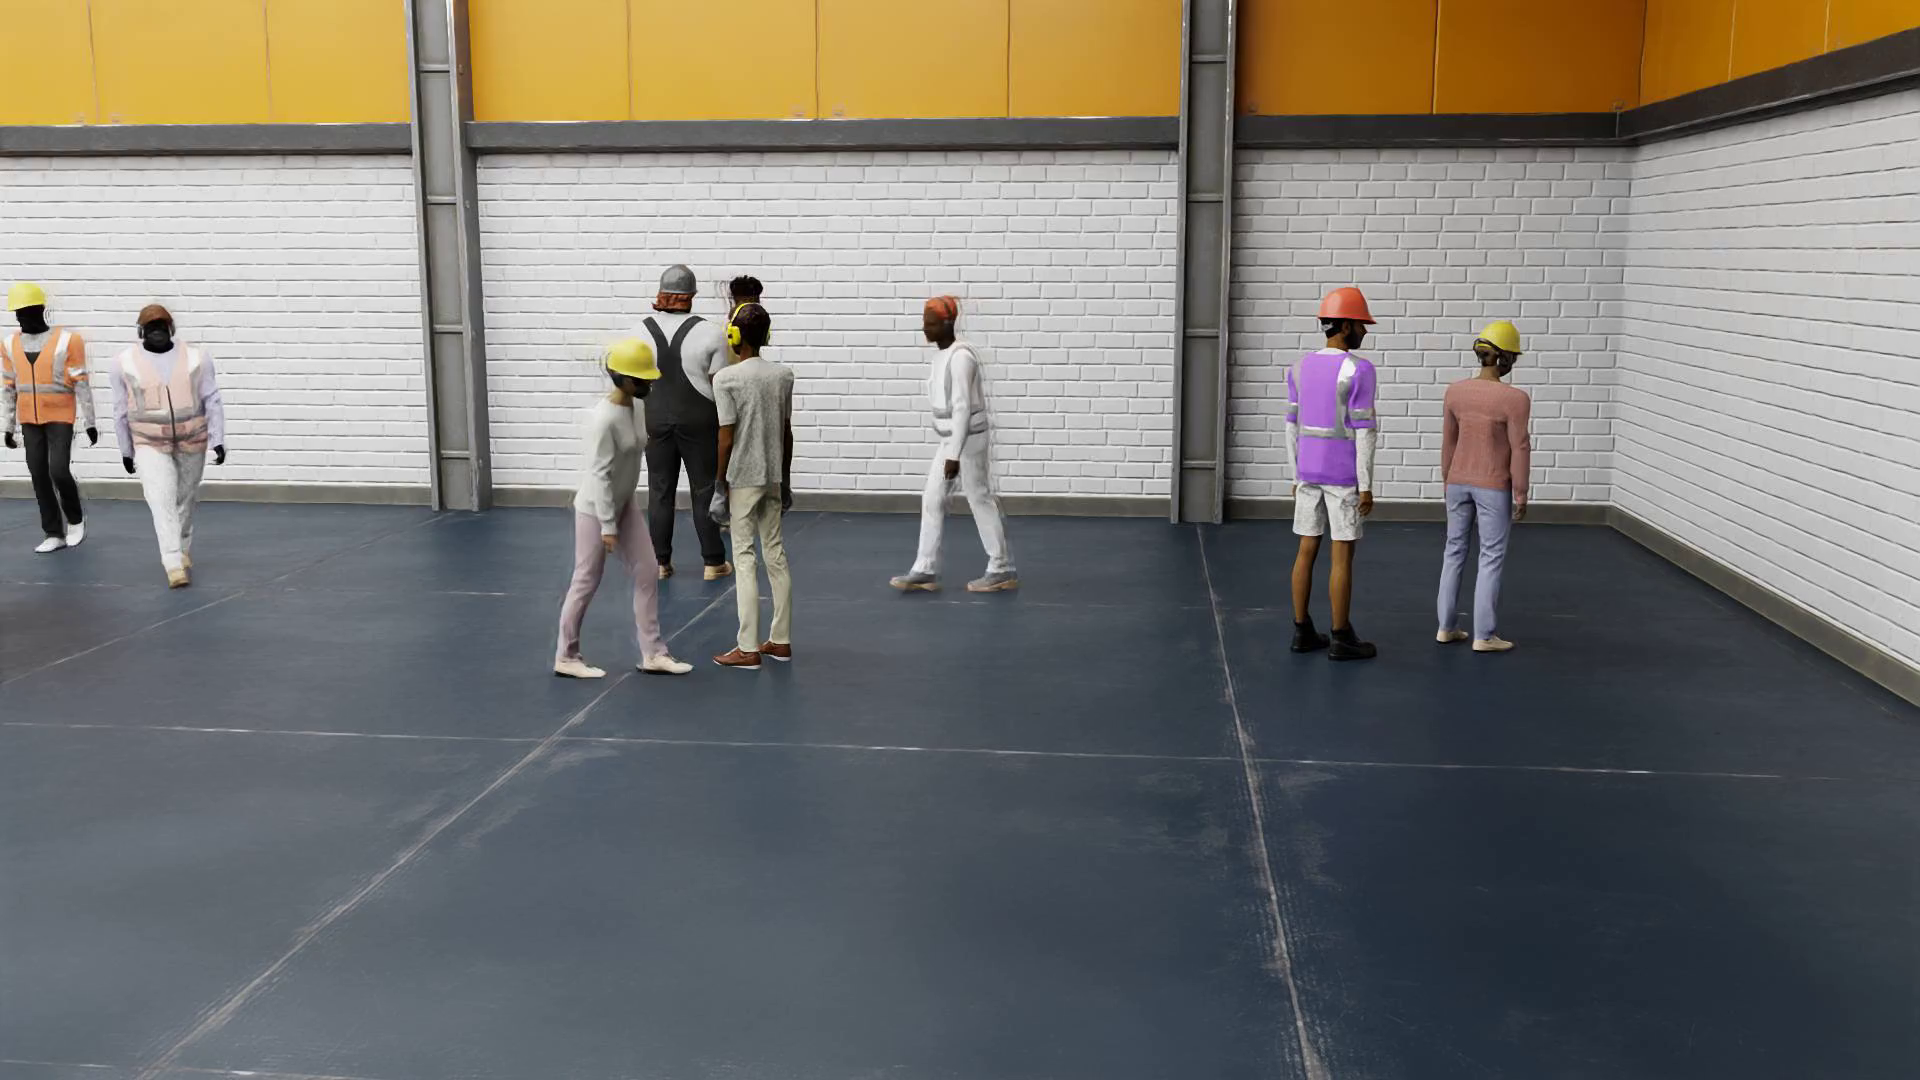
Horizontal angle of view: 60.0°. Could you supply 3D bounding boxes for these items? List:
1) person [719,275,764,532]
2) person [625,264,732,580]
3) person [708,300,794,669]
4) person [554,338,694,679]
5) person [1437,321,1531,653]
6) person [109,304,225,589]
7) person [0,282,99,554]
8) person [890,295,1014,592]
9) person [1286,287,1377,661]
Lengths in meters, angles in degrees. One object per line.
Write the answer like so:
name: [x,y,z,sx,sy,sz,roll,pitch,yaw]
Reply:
person: [-1.615,-0.999,12.424,0.474,1.941,0.605,1,10,7]
person: [-1.800,-0.761,10.771,0.681,2.000,0.536,1,10,7]
person: [-1.064,-0.277,8.485,0.328,1.872,0.515,9,13,41]
person: [-1.670,-0.136,8.139,0.790,1.698,0.549,3,10,15]
person: [2.790,-0.277,8.825,0.339,1.755,0.531,-8,13,-38]
person: [-5.111,-0.628,10.757,0.623,1.793,1.007,-7,12,-33]
person: [-6.401,-0.850,11.653,0.632,1.897,0.421,0,10,1]
person: [-0.054,-0.571,10.225,0.873,1.841,0.584,-4,11,-21]
person: [1.950,-0.342,8.676,0.376,1.934,0.547,-8,12,-37]
